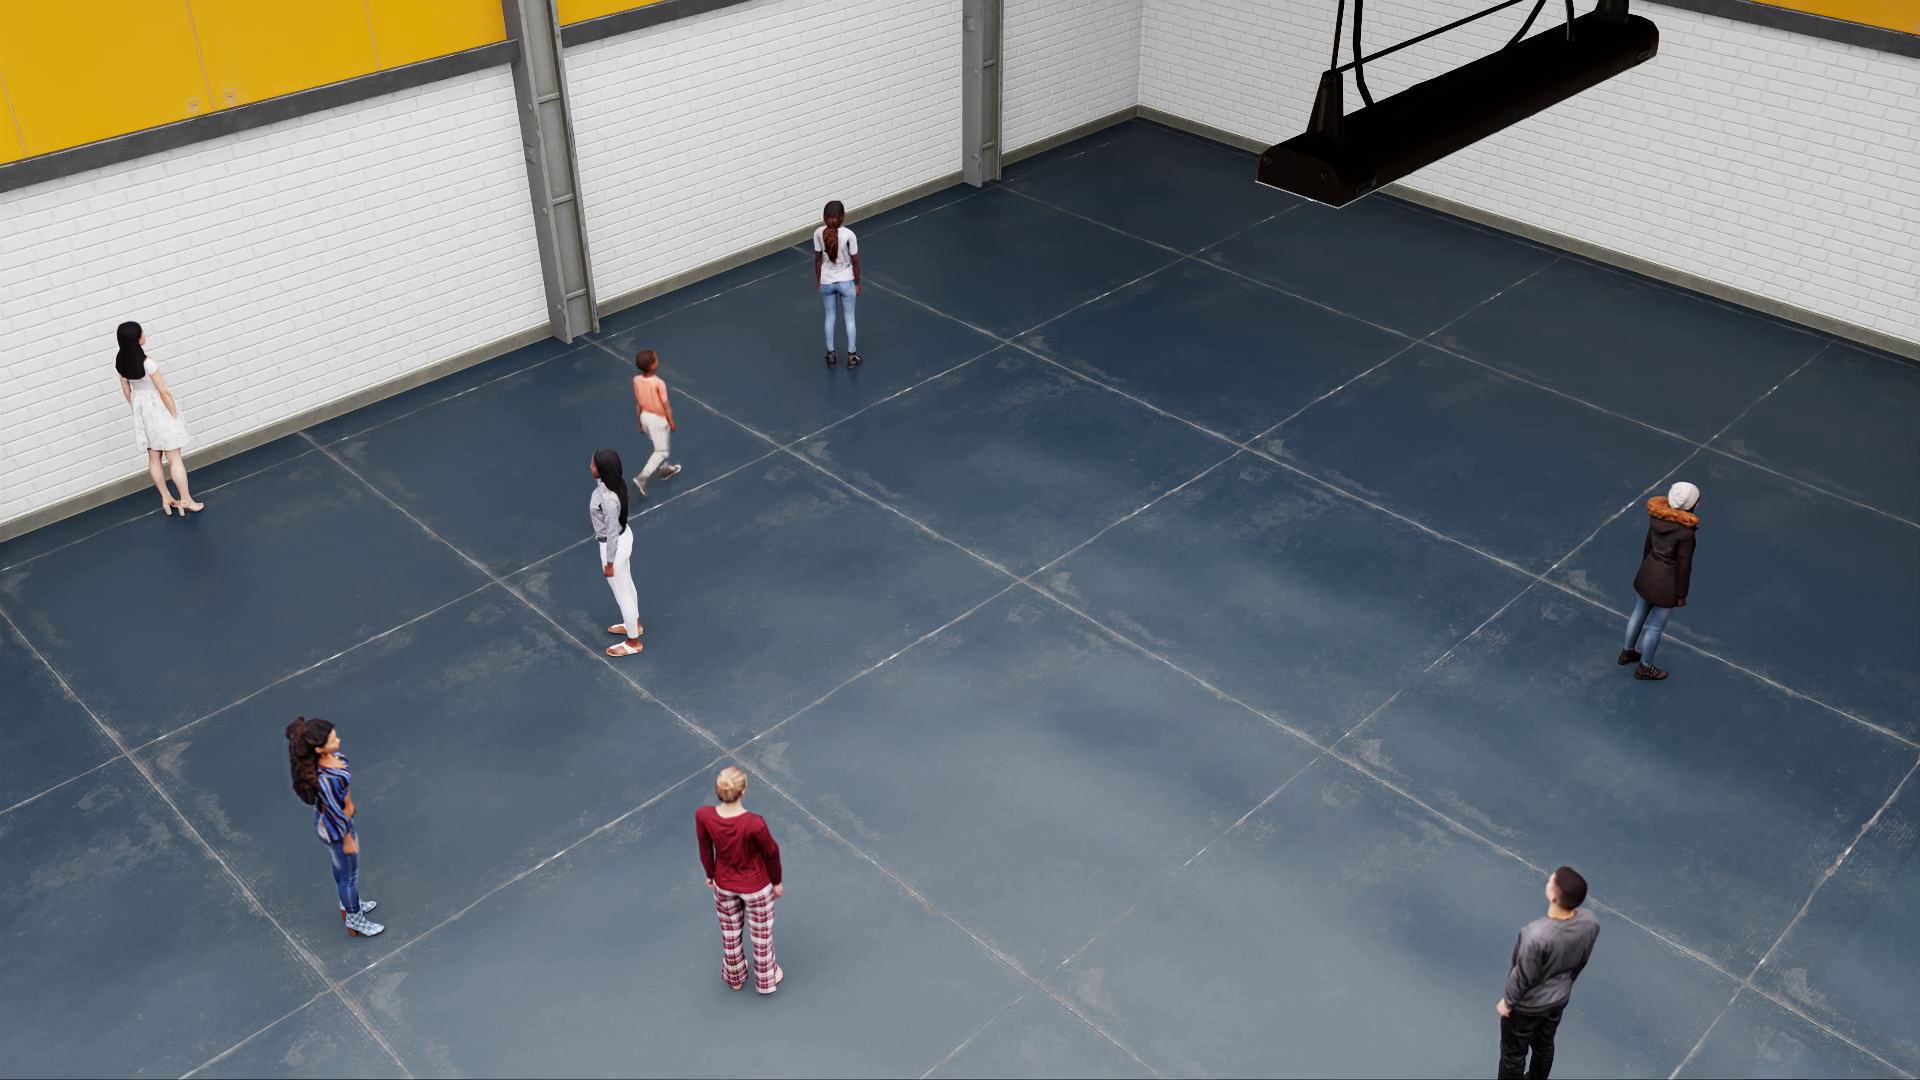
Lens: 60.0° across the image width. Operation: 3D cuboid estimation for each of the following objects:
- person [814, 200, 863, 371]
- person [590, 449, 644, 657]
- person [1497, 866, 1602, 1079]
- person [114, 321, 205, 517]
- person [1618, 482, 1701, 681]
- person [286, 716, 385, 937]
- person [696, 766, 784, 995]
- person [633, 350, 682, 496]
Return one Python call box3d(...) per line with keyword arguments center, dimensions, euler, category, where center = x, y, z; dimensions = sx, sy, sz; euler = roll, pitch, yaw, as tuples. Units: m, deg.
box3d(center=(-1.189, -2.484, 16.147), dimensions=(0.664, 1.719, 0.691), euler=(5, 34, 8), category="person")
box3d(center=(-2.543, 0.067, 12.304), dimensions=(0.712, 1.725, 0.672), euler=(-3, 34, -5), category="person")
box3d(center=(3.052, 2.394, 8.771), dimensions=(0.608, 1.761, 0.748), euler=(-13, 36, -19), category="person")
box3d(center=(-6.715, -1.012, 13.884), dimensions=(0.763, 1.774, 0.789), euler=(10, 35, 14), category="person")
box3d(center=(5.090, 0.282, 12.063), dimensions=(0.764, 1.634, 0.738), euler=(-10, 35, -14), category="person")
box3d(center=(-3.721, 1.700, 9.944), dimensions=(0.665, 1.618, 0.686), euler=(-14, 36, -21), category="person")
box3d(center=(-1.246, 1.938, 9.515), dimensions=(0.683, 1.698, 0.691), euler=(7, 34, 10), category="person")
box3d(center=(-2.662, -1.003, 14.304), dimensions=(0.575, 1.293, 0.867), euler=(21, 39, 28), category="person")
